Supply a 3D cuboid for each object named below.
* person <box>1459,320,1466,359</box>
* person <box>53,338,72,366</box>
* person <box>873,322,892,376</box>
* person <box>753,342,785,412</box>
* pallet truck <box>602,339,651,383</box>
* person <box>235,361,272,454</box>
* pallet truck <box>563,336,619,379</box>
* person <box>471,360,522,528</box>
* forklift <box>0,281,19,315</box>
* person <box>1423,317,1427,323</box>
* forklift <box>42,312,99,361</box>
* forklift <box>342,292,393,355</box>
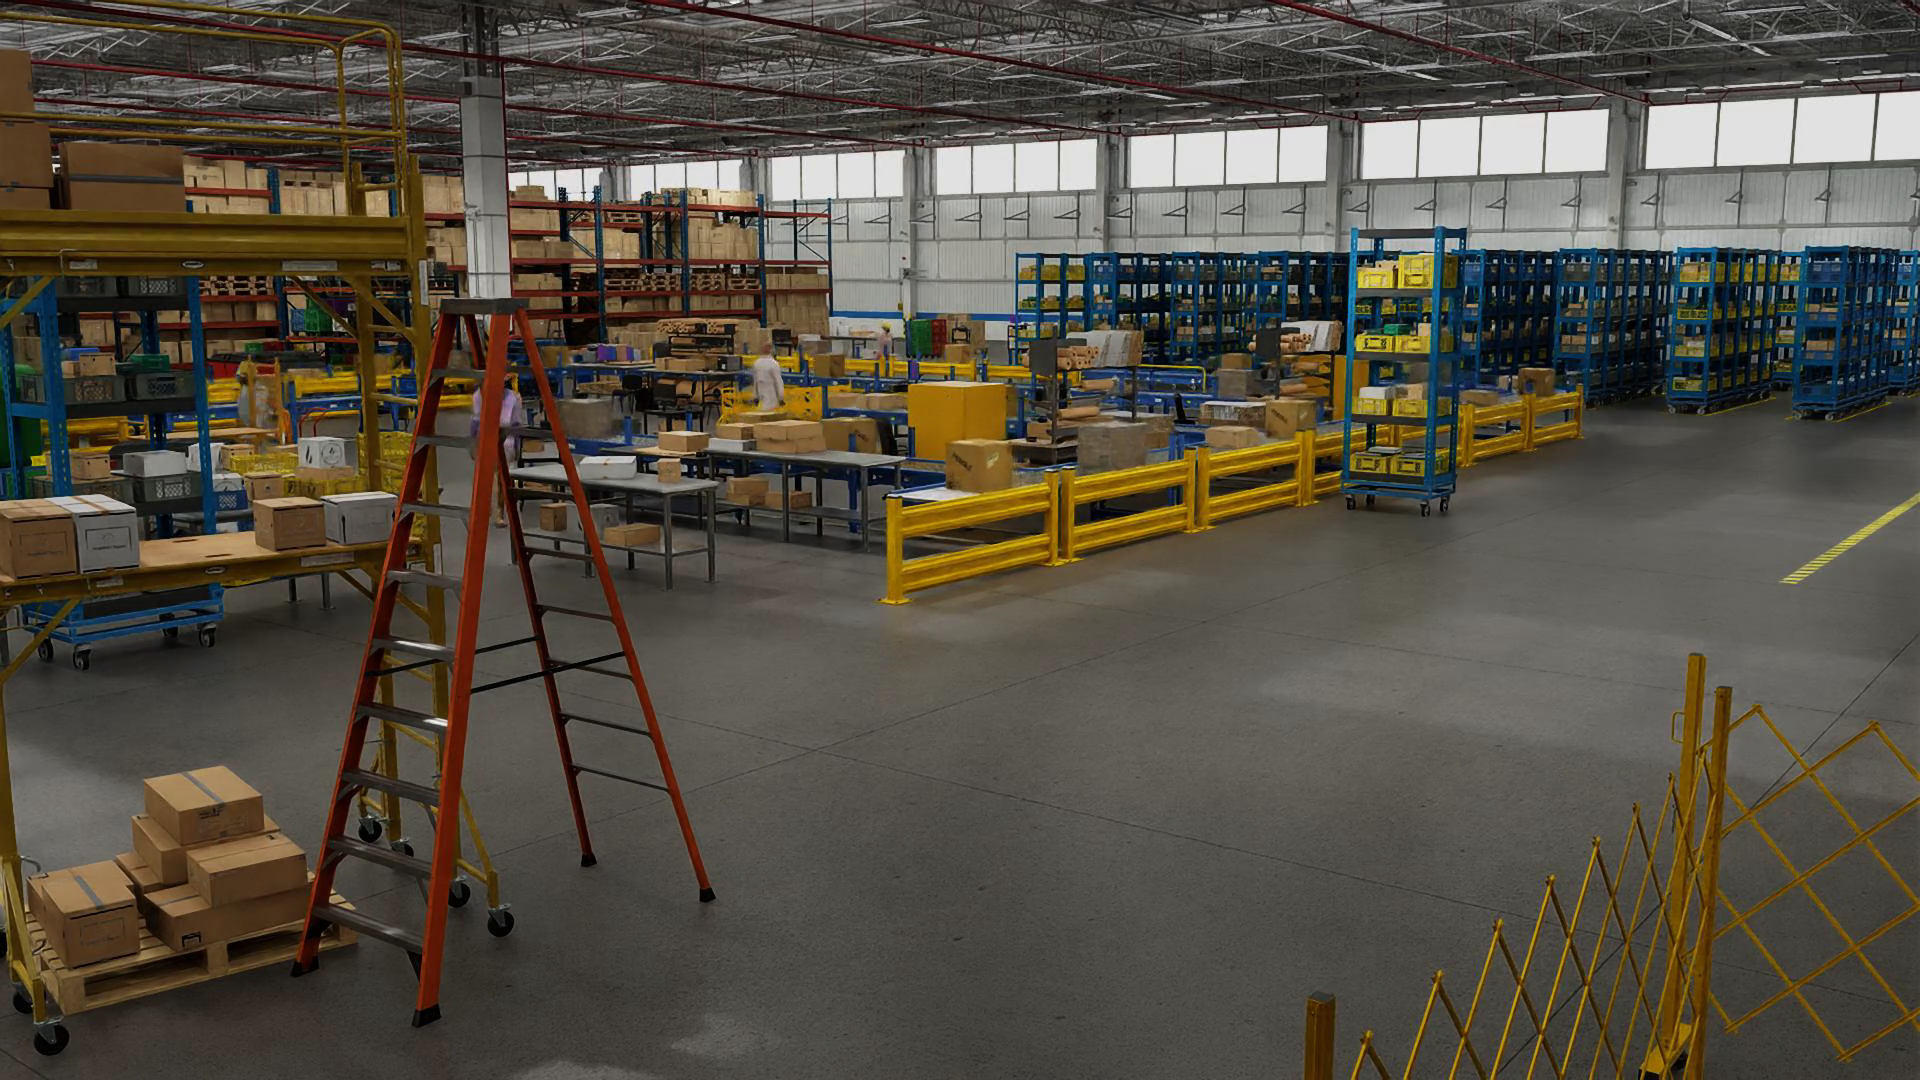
[{"bbox_3d":[13.569,-5.143,45.484,0.878,1.808,0.555,2,9,14],"label":"person"},{"bbox_3d":[-20.129,-3.729,37.226,0.508,1.613,0.643,-7,11,-37],"label":"person"},{"bbox_3d":[-2.092,-5.088,45.354,0.820,1.734,0.521,9,12,43],"label":"person"},{"bbox_3d":[-3.331,-2.504,28.867,1.008,1.869,0.650,-8,12,-40],"label":"person"},{"bbox_3d":[-8.991,-4.871,45.351,0.653,1.274,1.630,7,11,37],"label":"pallet truck"},{"bbox_3d":[-10.128,-1.673,23.892,0.601,1.788,0.925,7,11,36],"label":"person"},{"bbox_3d":[-10.690,-5.294,48.215,1.601,1.201,0.680,-5,10,-26],"label":"pallet truck"},{"bbox_3d":[-5.593,-1.168,20.010,0.653,2.017,0.664,-6,11,-33],"label":"person"},{"bbox_3d":[-25.993,-5.620,45.108,1.873,2.768,1.129,5,11,30],"label":"forklift"},{"bbox_3d":[13.141,-5.395,46.964,0.586,1.833,0.404,1,9,5],"label":"person"},{"bbox_3d":[-23.779,-5.451,44.052,1.873,2.768,1.129,7,11,36],"label":"forklift"},{"bbox_3d":[-16.485,-5.622,45.120,1.129,2.768,1.873,7,11,37],"label":"forklift"}]
